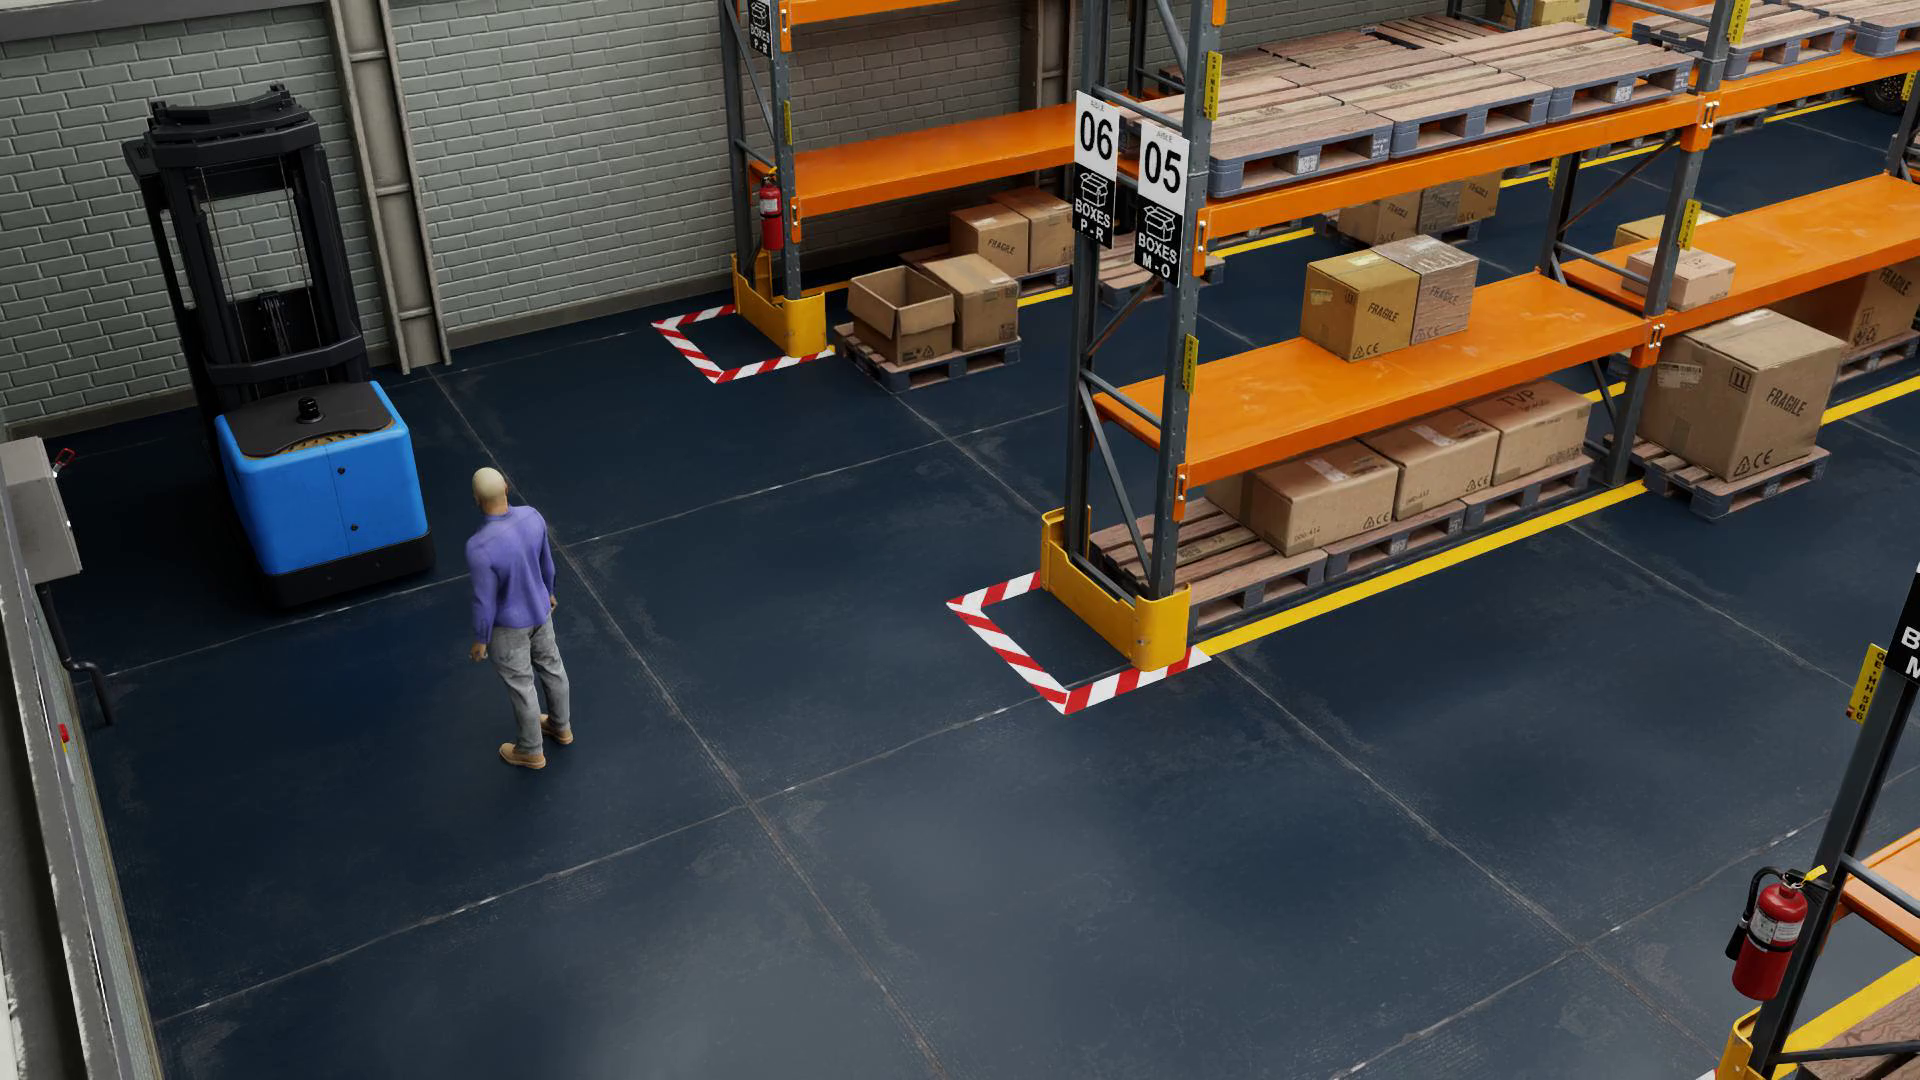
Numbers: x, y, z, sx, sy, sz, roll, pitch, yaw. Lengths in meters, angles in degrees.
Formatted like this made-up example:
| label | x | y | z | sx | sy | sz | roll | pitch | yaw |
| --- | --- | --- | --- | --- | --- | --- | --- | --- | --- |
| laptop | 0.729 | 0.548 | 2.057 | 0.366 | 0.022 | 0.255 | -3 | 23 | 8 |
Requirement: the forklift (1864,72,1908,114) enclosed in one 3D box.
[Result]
| label | x | y | z | sx | sy | sz | roll | pitch | yaw |
| --- | --- | --- | --- | --- | --- | --- | --- | --- | --- |
| forklift | 11.468 | -5.645 | 18.244 | 1.214 | 2.155 | 2.313 | -17 | 36 | -26 |

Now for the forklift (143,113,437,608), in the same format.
| label | x | y | z | sx | sy | sz | roll | pitch | yaw |
| --- | --- | --- | --- | --- | --- | --- | --- | --- | --- |
| forklift | -4.289 | -1.259 | 10.509 | 1.129 | 2.768 | 1.873 | -17 | 36 | -26 |

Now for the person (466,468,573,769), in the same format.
| label | x | y | z | sx | sy | sz | roll | pitch | yaw |
| --- | --- | --- | --- | --- | --- | --- | --- | --- | --- |
| person | -2.333 | 0.422 | 8.806 | 0.396 | 1.797 | 0.592 | 18 | 36 | 27 |
